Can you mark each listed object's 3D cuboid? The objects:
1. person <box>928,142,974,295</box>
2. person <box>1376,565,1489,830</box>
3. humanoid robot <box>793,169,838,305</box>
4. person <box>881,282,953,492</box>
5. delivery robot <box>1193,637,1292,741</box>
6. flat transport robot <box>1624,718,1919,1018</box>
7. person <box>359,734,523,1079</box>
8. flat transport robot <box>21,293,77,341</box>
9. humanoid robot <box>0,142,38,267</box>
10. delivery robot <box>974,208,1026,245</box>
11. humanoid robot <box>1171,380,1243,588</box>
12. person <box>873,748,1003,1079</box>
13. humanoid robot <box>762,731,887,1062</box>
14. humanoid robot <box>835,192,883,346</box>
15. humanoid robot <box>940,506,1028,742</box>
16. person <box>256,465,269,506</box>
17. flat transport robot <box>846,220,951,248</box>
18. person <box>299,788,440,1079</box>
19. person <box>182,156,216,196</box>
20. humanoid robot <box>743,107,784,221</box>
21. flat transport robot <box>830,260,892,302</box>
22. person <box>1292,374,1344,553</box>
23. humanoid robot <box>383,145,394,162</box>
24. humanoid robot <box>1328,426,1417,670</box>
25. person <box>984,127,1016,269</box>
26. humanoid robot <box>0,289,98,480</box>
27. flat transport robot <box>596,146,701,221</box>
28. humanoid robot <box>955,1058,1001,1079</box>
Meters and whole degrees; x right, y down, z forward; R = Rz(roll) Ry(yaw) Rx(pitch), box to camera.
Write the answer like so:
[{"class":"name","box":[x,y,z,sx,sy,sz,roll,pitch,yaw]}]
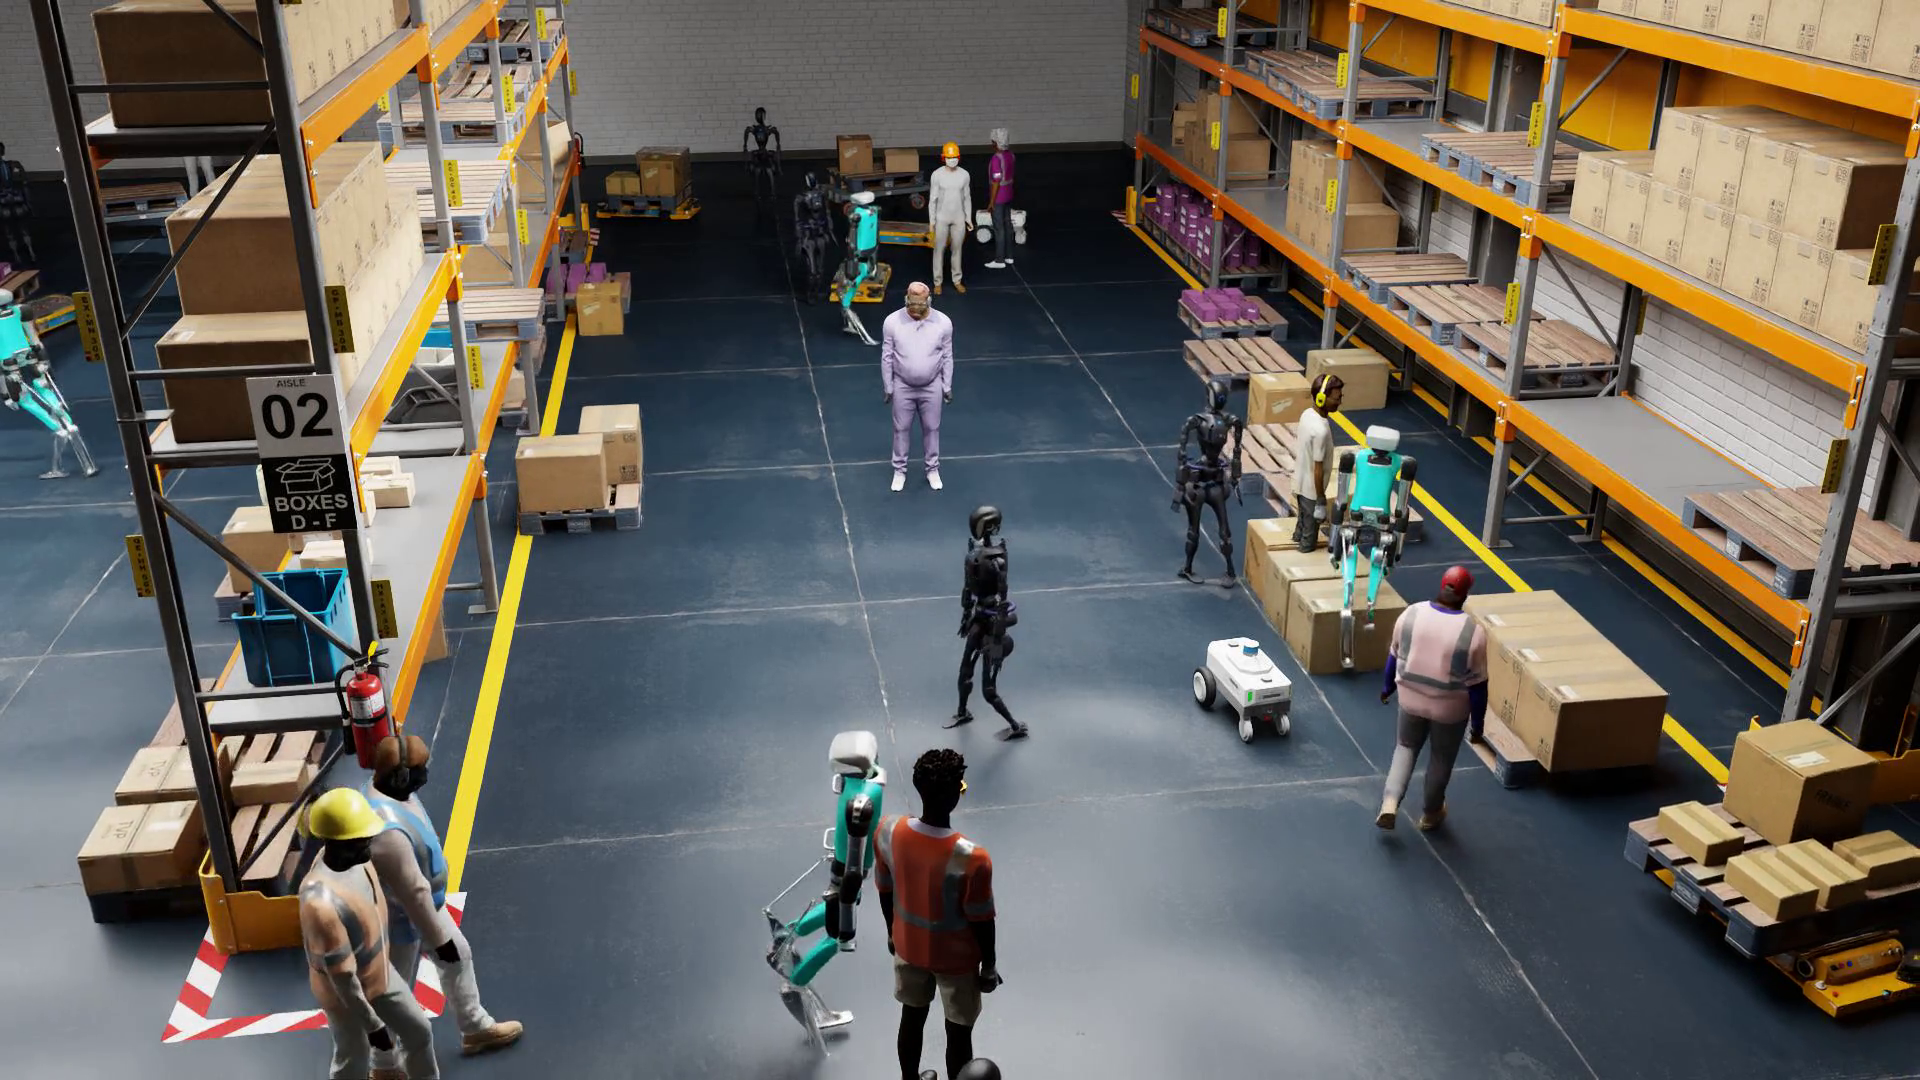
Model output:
[{"class":"person","box":[-0.117,-4.030,20.839,0.572,1.897,0.371,-6,24,-13]},{"class":"person","box":[2.740,0.956,9.674,0.637,1.731,0.561,16,28,32]},{"class":"humanoid robot","box":[-1.767,-3.717,20.394,0.611,1.655,0.367,-20,31,-38]},{"class":"person","box":[-0.373,-1.355,14.738,0.639,1.902,0.410,-2,24,-5]},{"class":"delivery robot","box":[1.924,0.956,11.160,0.499,0.607,0.808,-7,25,-15]},{"class":"flat transport robot","box":[4.485,2.026,9.061,0.659,0.231,1.431,-8,25,-17]},{"class":"person","box":[-2.490,1.744,7.800,0.832,1.797,0.638,-4,24,-8]},{"class":"flat transport robot","box":[-10.888,-2.626,19.660,0.659,0.231,1.431,4,24,10]},{"class":"humanoid robot","box":[-12.642,-4.460,22.084,0.590,1.658,0.350,-22,32,-40]},{"class":"delivery robot","box":[0.561,-4.472,23.533,0.813,0.612,0.499,2,24,4]},{"class":"humanoid robot","box":[1.932,-0.425,12.886,0.586,1.644,0.420,-9,25,-19]},{"class":"person","box":[-0.089,1.805,7.456,0.605,1.966,0.368,14,27,28]},{"class":"humanoid robot","box":[-0.702,1.754,7.935,0.743,1.856,0.536,0,24,0]},{"class":"humanoid robot","box":[-1.222,-3.087,18.897,0.901,1.772,0.542,15,28,31]},{"class":"humanoid robot","box":[0.186,0.540,10.731,0.481,1.638,0.592,-11,26,-23]},{"class":"person","box":[-5.854,-0.988,14.091,0.334,1.743,0.560,-4,24,-10]},{"class":"flat transport robot","box":[-0.839,-4.319,23.517,1.431,0.231,0.659,6,24,13]},{"class":"person","box":[-2.502,1.929,7.253,0.753,1.908,0.598,1,24,2]},{"class":"person","box":[-11.736,-6.047,25.499,0.626,1.843,0.429,-3,24,-6]},{"class":"humanoid robot","box":[-2.920,-5.562,24.595,0.613,1.643,0.413,0,24,1]},{"class":"flat transport robot","box":[-1.255,-3.291,21.176,0.659,0.231,1.431,1,24,2]},{"class":"person","box":[2.662,-0.349,12.493,0.334,1.864,0.517,0,24,-1]},{"class":"humanoid robot","box":[-7.536,-4.756,22.771,0.607,1.645,0.538,3,24,7]},{"class":"humanoid robot","box":[2.833,0.142,11.559,0.560,1.792,0.861,4,24,9]},{"class":"person","box":[0.534,-4.529,22.031,0.317,1.846,0.526,13,27,28]},{"class":"humanoid robot","box":[-8.229,-1.342,14.917,0.844,1.776,0.617,13,27,28]},{"class":"flat transport robot","box":[-4.694,-5.004,25.079,1.431,0.231,0.659,2,24,5]},{"class":"humanoid robot","box":[0.089,2.597,6.054,0.611,1.629,0.739,8,25,18]}]
